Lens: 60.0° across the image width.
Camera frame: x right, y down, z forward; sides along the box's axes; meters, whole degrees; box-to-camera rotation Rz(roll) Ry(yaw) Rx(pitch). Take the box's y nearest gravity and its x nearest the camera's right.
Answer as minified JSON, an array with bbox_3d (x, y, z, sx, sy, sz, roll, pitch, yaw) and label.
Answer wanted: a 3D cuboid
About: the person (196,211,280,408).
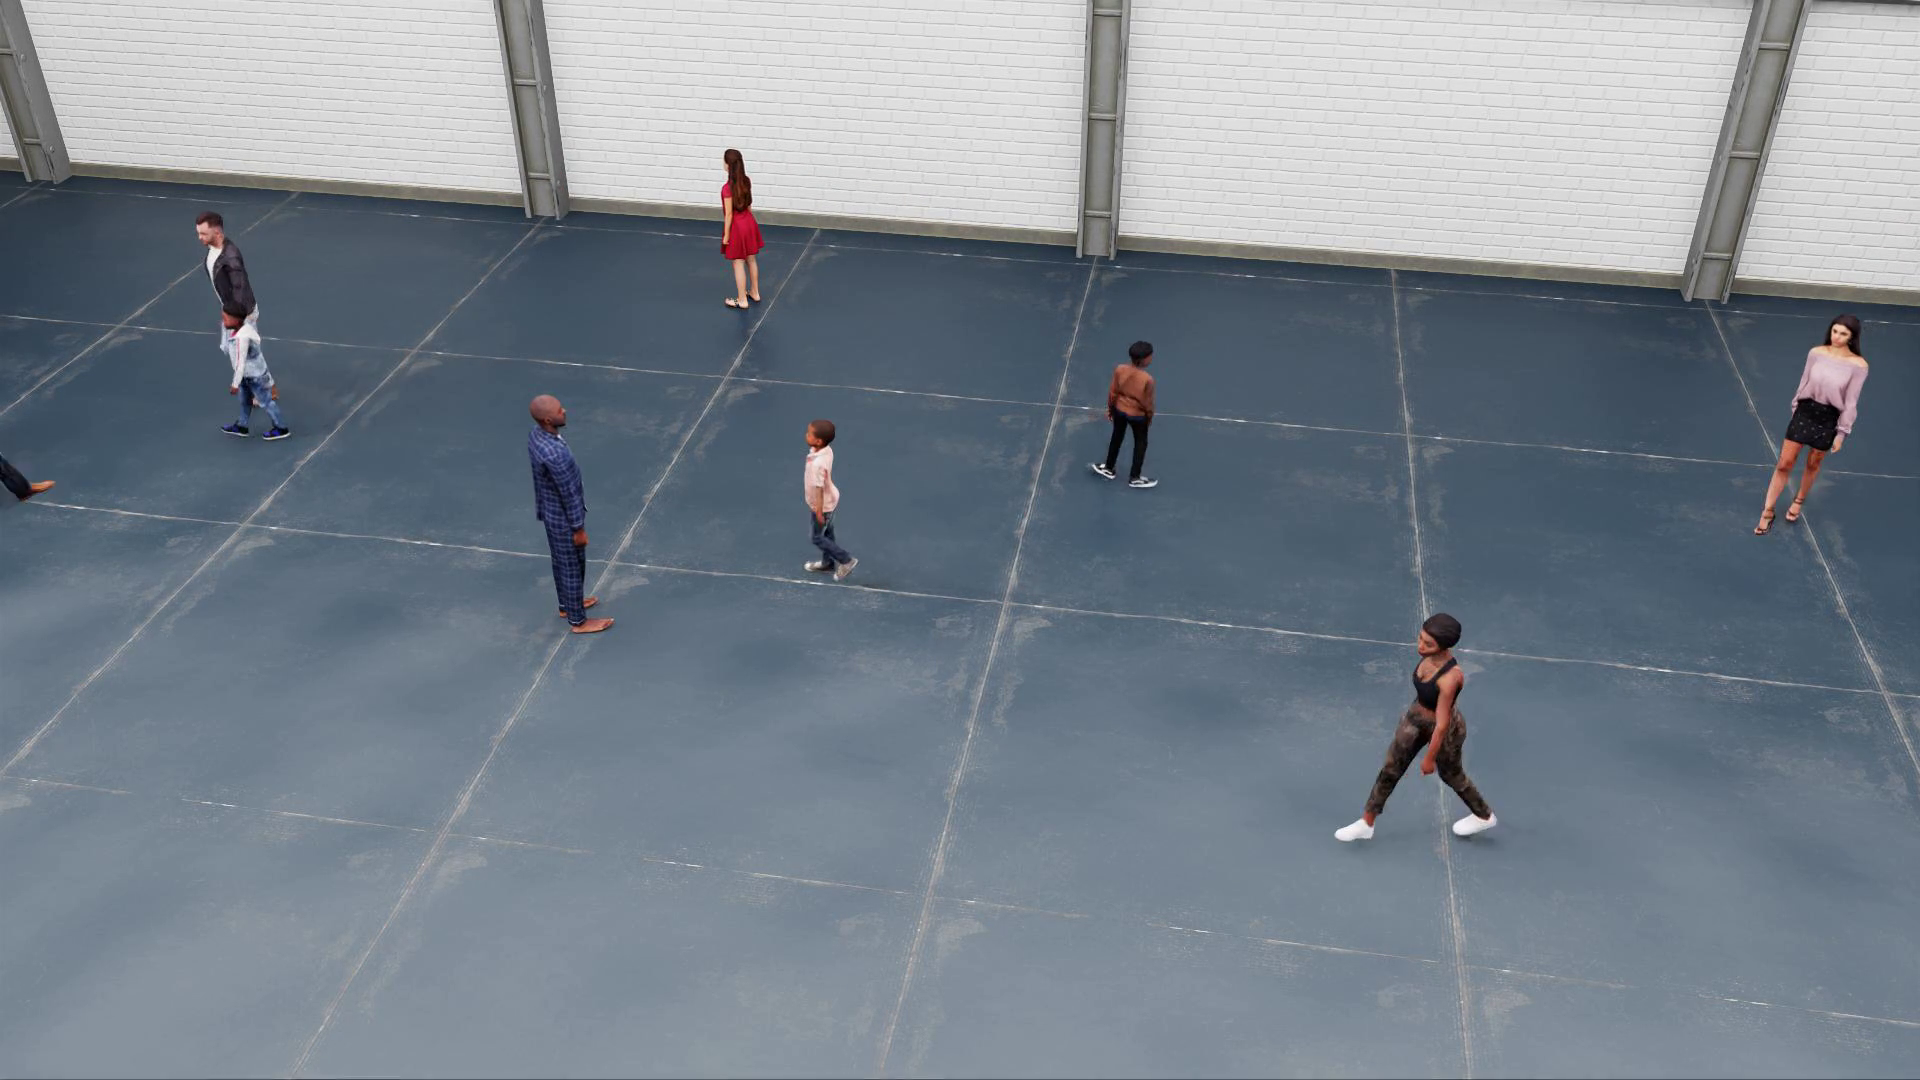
[{"bbox_3d":[-6.020,-1.969,14.086,0.834,1.819,0.760,-21,39,-29],"label":"person"}]

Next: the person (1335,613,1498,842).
[{"bbox_3d":[2.818,1.118,9.593,1.279,1.652,0.904,-3,34,-5],"label":"person"}]

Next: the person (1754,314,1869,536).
[{"bbox_3d":[6.471,-0.886,12.487,0.950,1.785,0.957,26,41,33],"label":"person"}]

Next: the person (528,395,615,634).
[{"bbox_3d":[-2.730,-0.190,11.410,0.809,1.819,0.765,-18,37,-24],"label":"person"}]

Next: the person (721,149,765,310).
[{"bbox_3d":[-2.102,-2.975,15.839,0.709,1.553,0.652,20,39,28],"label":"person"}]

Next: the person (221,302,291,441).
[{"bbox_3d":[-5.795,-1.390,13.738,0.827,1.241,0.696,-11,35,-16],"label":"person"}]

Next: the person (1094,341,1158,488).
[{"bbox_3d":[1.306,-1.011,13.167,0.619,1.241,0.811,15,36,21],"label":"person"}]

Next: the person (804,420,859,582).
[{"bbox_3d":[-0.928,-0.280,12.012,0.640,1.303,0.501,4,34,6],"label":"person"}]
